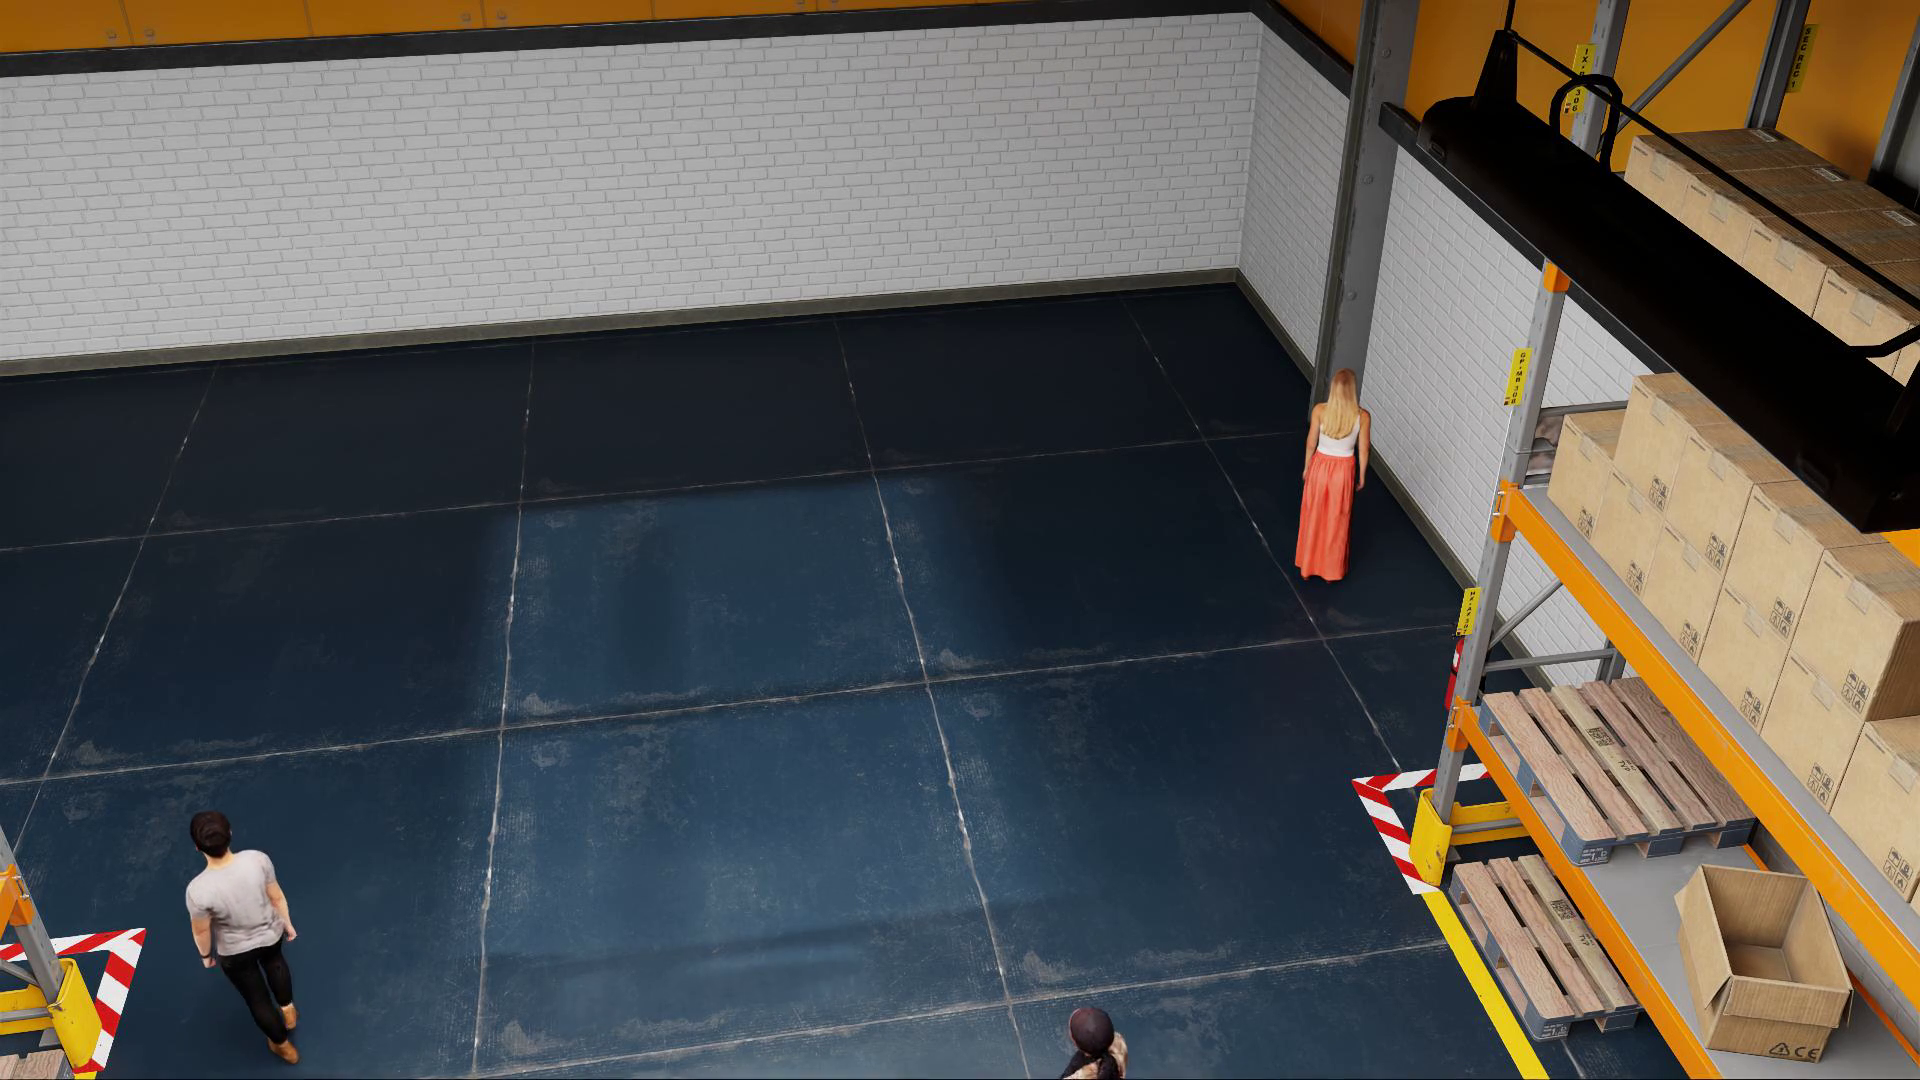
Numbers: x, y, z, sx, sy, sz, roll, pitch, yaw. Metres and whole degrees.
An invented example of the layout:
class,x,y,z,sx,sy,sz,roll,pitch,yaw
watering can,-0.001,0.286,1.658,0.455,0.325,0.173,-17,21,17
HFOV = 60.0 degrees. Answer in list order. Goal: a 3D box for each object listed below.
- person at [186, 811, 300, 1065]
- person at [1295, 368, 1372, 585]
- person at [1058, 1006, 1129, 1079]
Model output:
class,x,y,z,sx,sy,sz,roll,pitch,yaw
person,-3.727,2.143,8.784,0.787,1.712,0.848,-28,43,-35
person,2.827,-0.481,12.650,0.732,1.801,0.753,13,36,18
person,0.677,2.812,7.718,0.902,1.778,0.842,21,39,28
